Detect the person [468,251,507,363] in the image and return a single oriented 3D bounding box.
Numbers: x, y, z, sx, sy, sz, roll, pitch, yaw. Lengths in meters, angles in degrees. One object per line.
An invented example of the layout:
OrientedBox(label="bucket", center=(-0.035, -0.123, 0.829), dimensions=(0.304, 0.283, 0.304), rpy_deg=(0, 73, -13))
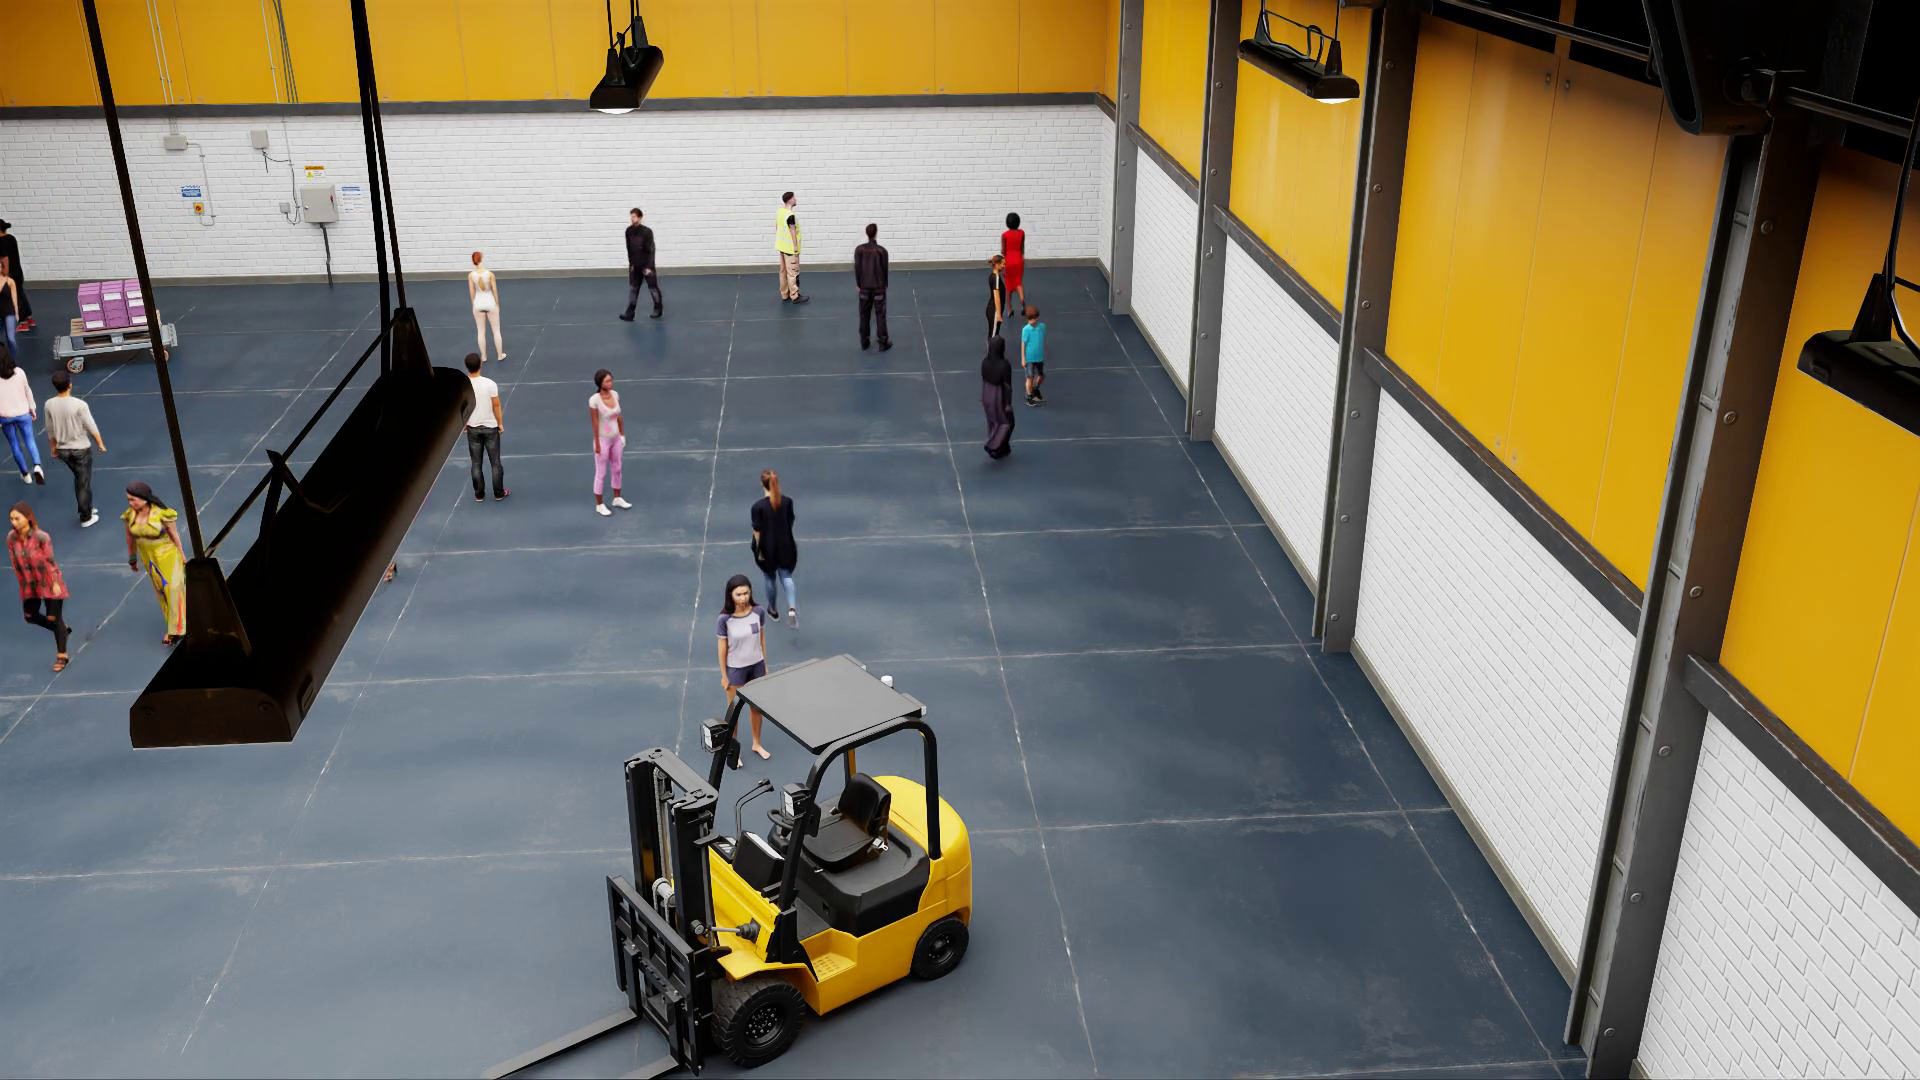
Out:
OrientedBox(label="person", center=(-7.021, -3.454, 24.598), dimensions=(0.548, 1.643, 0.477), rpy_deg=(-3, 24, -6))

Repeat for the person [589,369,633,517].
OrientedBox(label="person", center=(-4.073, -1.140, 19.186), dimensions=(0.725, 1.739, 0.666), rpy_deg=(19, 30, 36))

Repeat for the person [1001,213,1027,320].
OrientedBox(label="person", center=(0.888, -4.331, 26.496), dimensions=(0.715, 1.729, 0.898), rpy_deg=(-9, 25, -19))

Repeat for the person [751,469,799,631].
OrientedBox(label="person", center=(-1.788, 0.117, 16.398), dimensions=(0.797, 1.668, 1.038), rpy_deg=(-10, 25, -21))

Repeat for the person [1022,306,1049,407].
OrientedBox(label="person", center=(1.016, -2.538, 22.778), dimensions=(0.671, 1.422, 0.779), rpy_deg=(-14, 27, -28))

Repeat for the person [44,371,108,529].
OrientedBox(label="person", center=(-10.035, -0.989, 18.767), dimensions=(0.707, 1.797, 0.686), rpy_deg=(0, 24, 1))

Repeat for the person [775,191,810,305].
OrientedBox(label="person", center=(-2.819, -4.869, 27.584), dimensions=(0.898, 1.845, 0.813), rpy_deg=(-16, 28, -32))

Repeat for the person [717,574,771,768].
OrientedBox(label="person", center=(-1.825, 1.088, 14.095), dimensions=(0.656, 1.733, 0.641), rpy_deg=(-14, 27, -28))

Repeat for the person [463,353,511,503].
OrientedBox(label="person", center=(-5.620, -1.330, 19.539), dimensions=(0.630, 1.804, 0.521), rpy_deg=(-1, 24, -3))

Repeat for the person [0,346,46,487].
OrientedBox(label="person", center=(-11.276, -1.448, 19.868), dimensions=(0.972, 1.755, 1.114), rpy_deg=(-17, 29, -34))

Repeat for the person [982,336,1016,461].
OrientedBox(label="person", center=(0.416, -1.748, 20.741), dimensions=(0.866, 1.607, 0.943), rpy_deg=(17, 29, 34))

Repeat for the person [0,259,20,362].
OrientedBox(label="person", center=(-13.871, -3.278, 24.127), dimensions=(0.731, 1.697, 0.838), rpy_deg=(-8, 25, -17))

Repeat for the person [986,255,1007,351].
OrientedBox(label="person", center=(0.506, -3.350, 24.327), dimensions=(0.642, 1.669, 0.454), rpy_deg=(-1, 24, -2))

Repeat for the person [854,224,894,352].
OrientedBox(label="person", center=(-1.316, -3.819, 25.099), dimensions=(0.757, 1.911, 0.700), rpy_deg=(6, 24, 13))

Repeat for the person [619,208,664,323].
OrientedBox(label="person", center=(-4.996, -4.385, 26.538), dimensions=(1.078, 1.794, 1.233), rpy_deg=(11, 26, 23))

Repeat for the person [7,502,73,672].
OrientedBox(label="person", center=(-8.626, 0.400, 15.718), dimensions=(0.676, 1.694, 0.760), rpy_deg=(2, 24, 4))

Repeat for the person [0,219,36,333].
OrientedBox(label="person", center=(-14.869, -4.171, 26.098), dimensions=(0.715, 1.755, 0.518), rpy_deg=(-4, 24, -9))

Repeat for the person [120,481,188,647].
OrientedBox(label="person", center=(-7.839, 0.152, 16.374), dimensions=(0.888, 1.624, 1.078), rpy_deg=(0, 24, 0))
